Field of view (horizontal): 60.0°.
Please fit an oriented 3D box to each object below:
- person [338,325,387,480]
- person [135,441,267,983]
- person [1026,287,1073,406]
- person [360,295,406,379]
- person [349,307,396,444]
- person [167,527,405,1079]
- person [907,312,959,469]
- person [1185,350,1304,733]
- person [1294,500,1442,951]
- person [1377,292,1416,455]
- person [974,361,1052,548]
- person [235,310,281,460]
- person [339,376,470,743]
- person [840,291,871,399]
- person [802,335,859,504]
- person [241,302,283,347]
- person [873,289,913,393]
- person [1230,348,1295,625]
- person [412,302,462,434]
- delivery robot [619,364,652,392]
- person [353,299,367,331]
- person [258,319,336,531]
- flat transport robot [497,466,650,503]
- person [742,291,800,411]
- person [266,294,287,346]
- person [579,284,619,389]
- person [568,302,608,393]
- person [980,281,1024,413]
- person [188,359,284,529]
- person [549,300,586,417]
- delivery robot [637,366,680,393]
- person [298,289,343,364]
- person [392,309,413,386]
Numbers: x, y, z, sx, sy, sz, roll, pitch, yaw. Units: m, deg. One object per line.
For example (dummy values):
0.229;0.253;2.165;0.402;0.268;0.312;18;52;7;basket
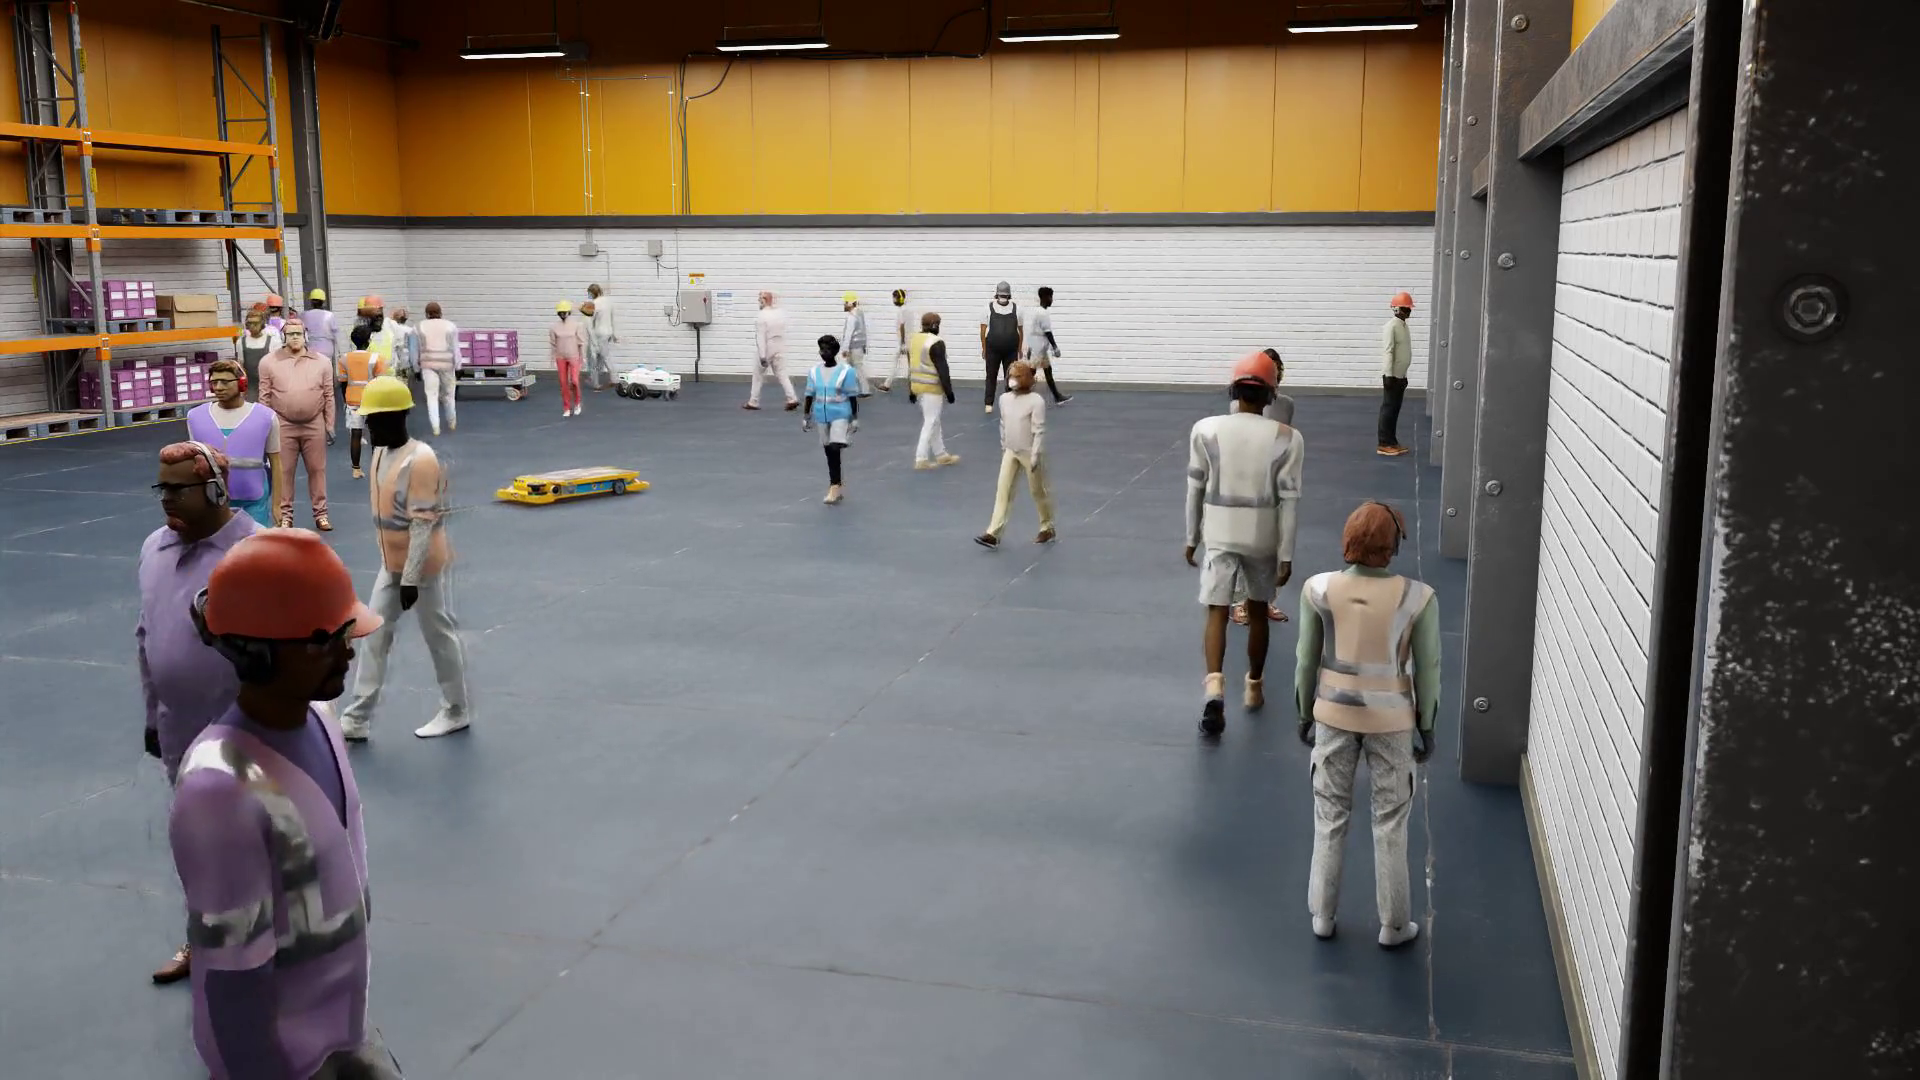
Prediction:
-6.508;-1.497;18.204;0.540;1.696;0.316;1;10;3;person
-2.542;0.611;5.674;0.649;1.906;0.401;4;11;20;person
1.307;-3.065;26.474;1.007;1.913;0.598;-1;10;-7;person
-7.931;-2.384;22.681;0.565;1.882;0.978;1;10;7;person
-7.519;-2.082;21.265;0.952;1.800;0.645;10;14;44;person
-1.335;0.969;3.299;0.492;2.024;0.626;-1;10;-3;person
-0.295;-1.726;19.204;0.580;1.812;0.657;-6;11;-29;person
1.496;0.004;8.843;0.618;2.013;0.943;2;10;12;person
1.478;0.676;6.063;0.523;1.638;0.310;5;11;24;person
5.381;-2.044;20.455;0.397;1.992;0.621;7;12;33;person
0.497;-0.716;14.100;0.518;1.583;0.881;8;13;39;person
-8.100;-1.734;19.224;0.536;1.803;0.924;-1;10;-8;person
-2.919;0.128;8.434;0.898;1.888;0.617;-10;14;-44;person
-1.869;-3.246;27.802;0.844;1.795;0.621;2;10;9;person
-1.326;-1.184;16.476;0.555;1.665;0.727;5;11;24;person
-9.159;-2.209;21.900;0.587;1.828;1.040;5;11;24;person
-1.011;-3.441;28.896;0.981;1.802;0.571;4;11;21;person
2.056;-0.365;11.295;0.519;1.874;0.327;-4;11;-21;person
-7.208;-2.374;22.934;0.647;1.780;0.967;-3;10;-16;person
-5.391;-2.729;28.144;0.707;0.478;0.477;-7;12;-36;delivery robot
-9.659;-3.063;27.040;0.512;1.694;0.874;2;10;13;person
-5.905;-1.015;14.864;0.643;1.913;0.411;-5;11;-26;person
-3.946;-0.577;17.028;0.652;0.197;1.431;8;13;39;flat transport robot
-2.948;-2.942;25.892;0.960;1.870;0.635;7;12;34;person
-9.369;-2.426;22.903;0.567;1.887;0.983;0;10;-1;person
-6.532;-3.654;29.893;0.877;1.880;0.655;3;10;15;person
-6.598;-3.369;29.077;0.789;1.594;0.521;-4;11;-23;person
0.657;-2.962;25.520;0.676;2.000;0.536;-1;10;-7;person
-4.618;-0.241;10.660;0.565;1.847;0.396;-1;10;-5;person
-5.886;-2.713;24.915;0.556;1.750;0.395;0;10;2;person
-5.012;-2.649;27.688;0.707;0.478;0.477;5;11;26;delivery robot
-9.768;-2.884;25.483;0.606;1.904;0.686;0;10;1;person
-8.715;-2.799;25.822;0.515;1.587;0.800;-2;10;-10;person
